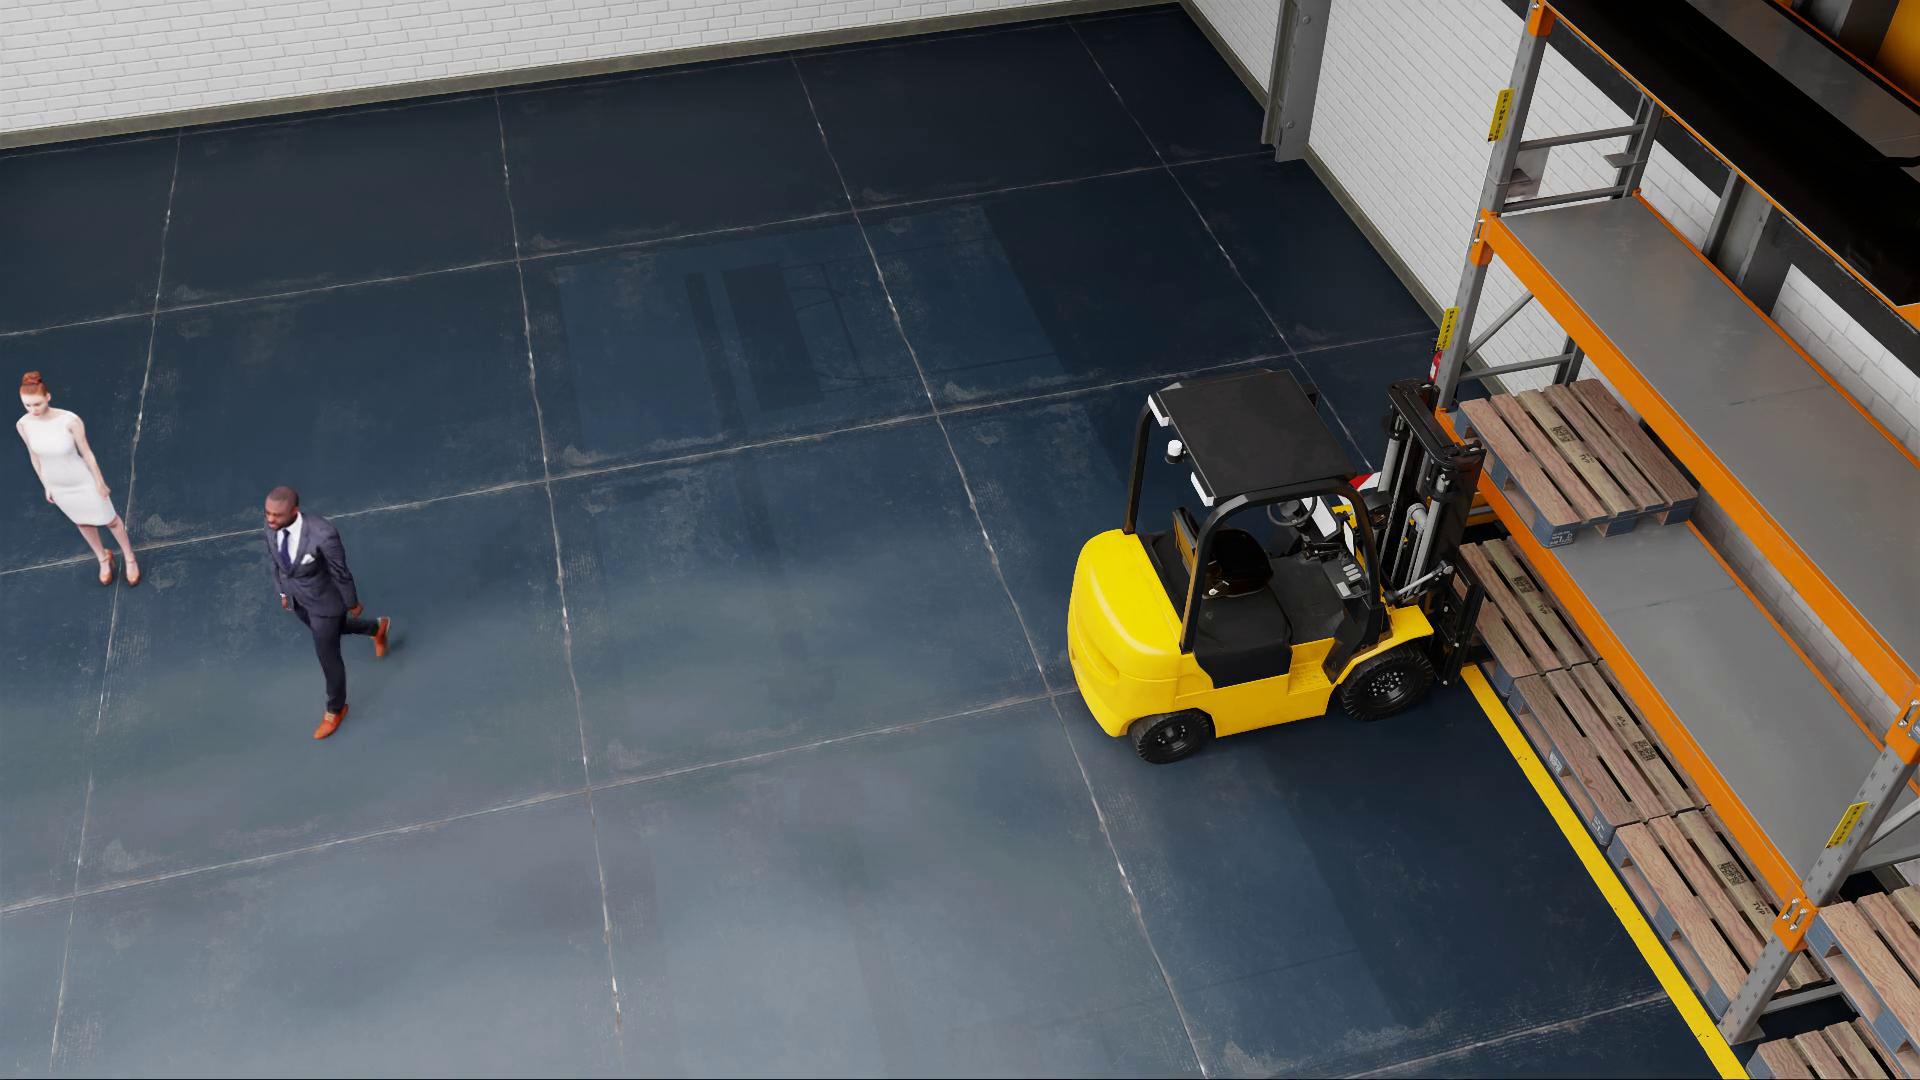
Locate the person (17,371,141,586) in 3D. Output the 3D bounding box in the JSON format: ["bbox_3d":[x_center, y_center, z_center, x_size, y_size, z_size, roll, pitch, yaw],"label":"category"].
[{"bbox_3d":[-5.864,-0.388,11.048,0.589,1.794,0.541,-3,44,-3],"label":"person"}]

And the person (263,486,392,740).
[{"bbox_3d":[-3.937,0.316,10.309,1.141,1.795,1.233,18,47,18],"label":"person"}]
